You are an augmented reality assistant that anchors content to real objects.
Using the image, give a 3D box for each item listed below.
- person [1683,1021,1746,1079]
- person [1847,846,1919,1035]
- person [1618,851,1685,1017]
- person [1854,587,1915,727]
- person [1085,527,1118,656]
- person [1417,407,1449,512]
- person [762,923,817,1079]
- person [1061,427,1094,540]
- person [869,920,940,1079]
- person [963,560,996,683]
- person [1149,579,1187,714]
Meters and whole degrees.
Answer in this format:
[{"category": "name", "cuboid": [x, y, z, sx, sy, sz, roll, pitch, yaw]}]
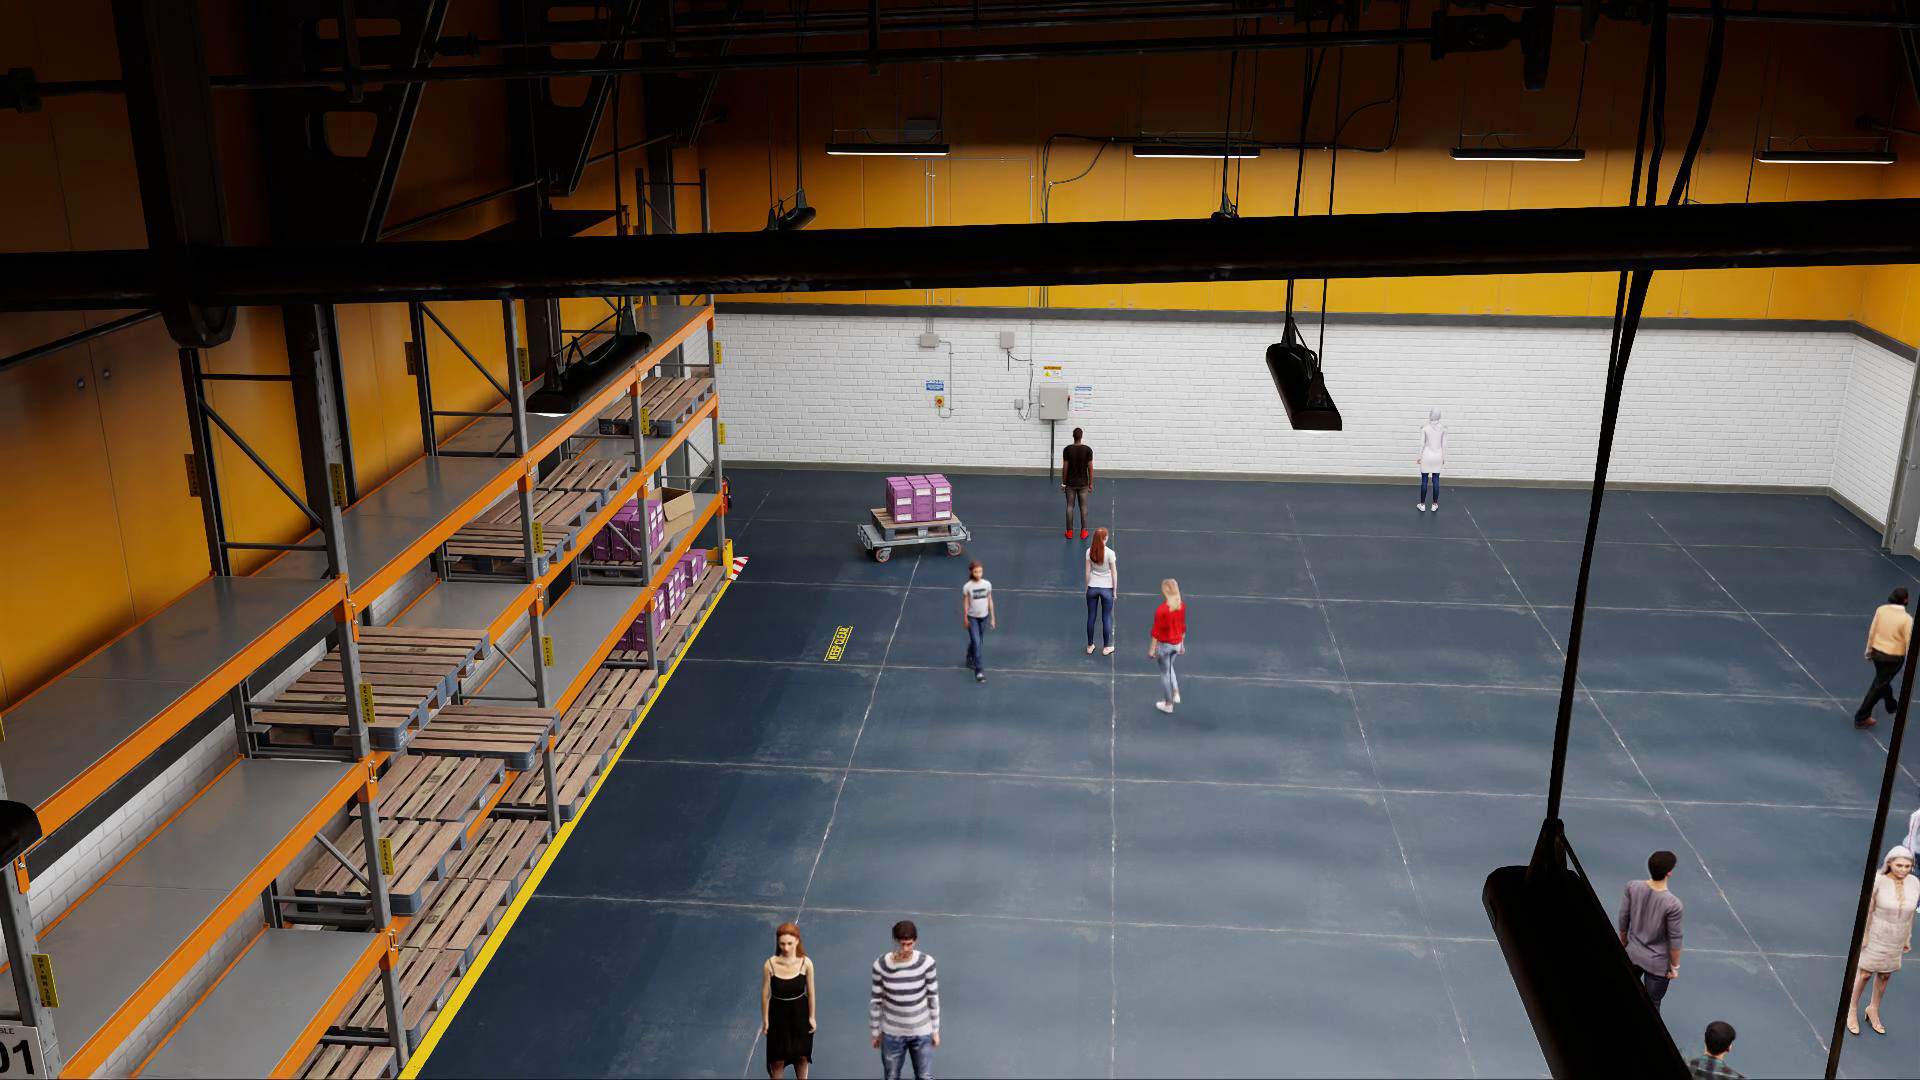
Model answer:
[{"category": "person", "cuboid": [5.210, 4.231, 11.660, 1.017, 1.676, 1.214, 11, 21, 29]}, {"category": "person", "cuboid": [7.744, 3.347, 13.945, 0.611, 1.735, 0.561, 0, 19, 0]}, {"category": "person", "cuboid": [5.642, 3.387, 13.643, 0.799, 1.851, 0.723, -14, 23, -35]}, {"category": "person", "cuboid": [10.927, 1.420, 19.711, 1.043, 1.707, 1.183, -6, 20, -18]}, {"category": "person", "cuboid": [1.841, 0.666, 21.899, 0.621, 1.739, 0.602, 6, 20, 18]}, {"category": "person", "cuboid": [7.903, -1.361, 27.862, 0.609, 1.775, 0.518, 2, 19, 6]}, {"category": "person", "cuboid": [-1.332, 3.723, 13.001, 0.617, 1.624, 0.622, -2, 19, -6]}, {"category": "person", "cuboid": [1.857, -0.913, 26.486, 0.655, 1.804, 0.522, 1, 19, 2]}, {"category": "person", "cuboid": [-0.396, 3.716, 12.676, 0.689, 1.844, 0.549, 2, 19, 5]}, {"category": "person", "cuboid": [0.199, 0.979, 21.296, 0.840, 1.531, 1.114, -7, 20, -19]}, {"category": "person", "cuboid": [2.571, 1.309, 20.059, 0.718, 1.695, 0.779, -15, 24, -38]}]
